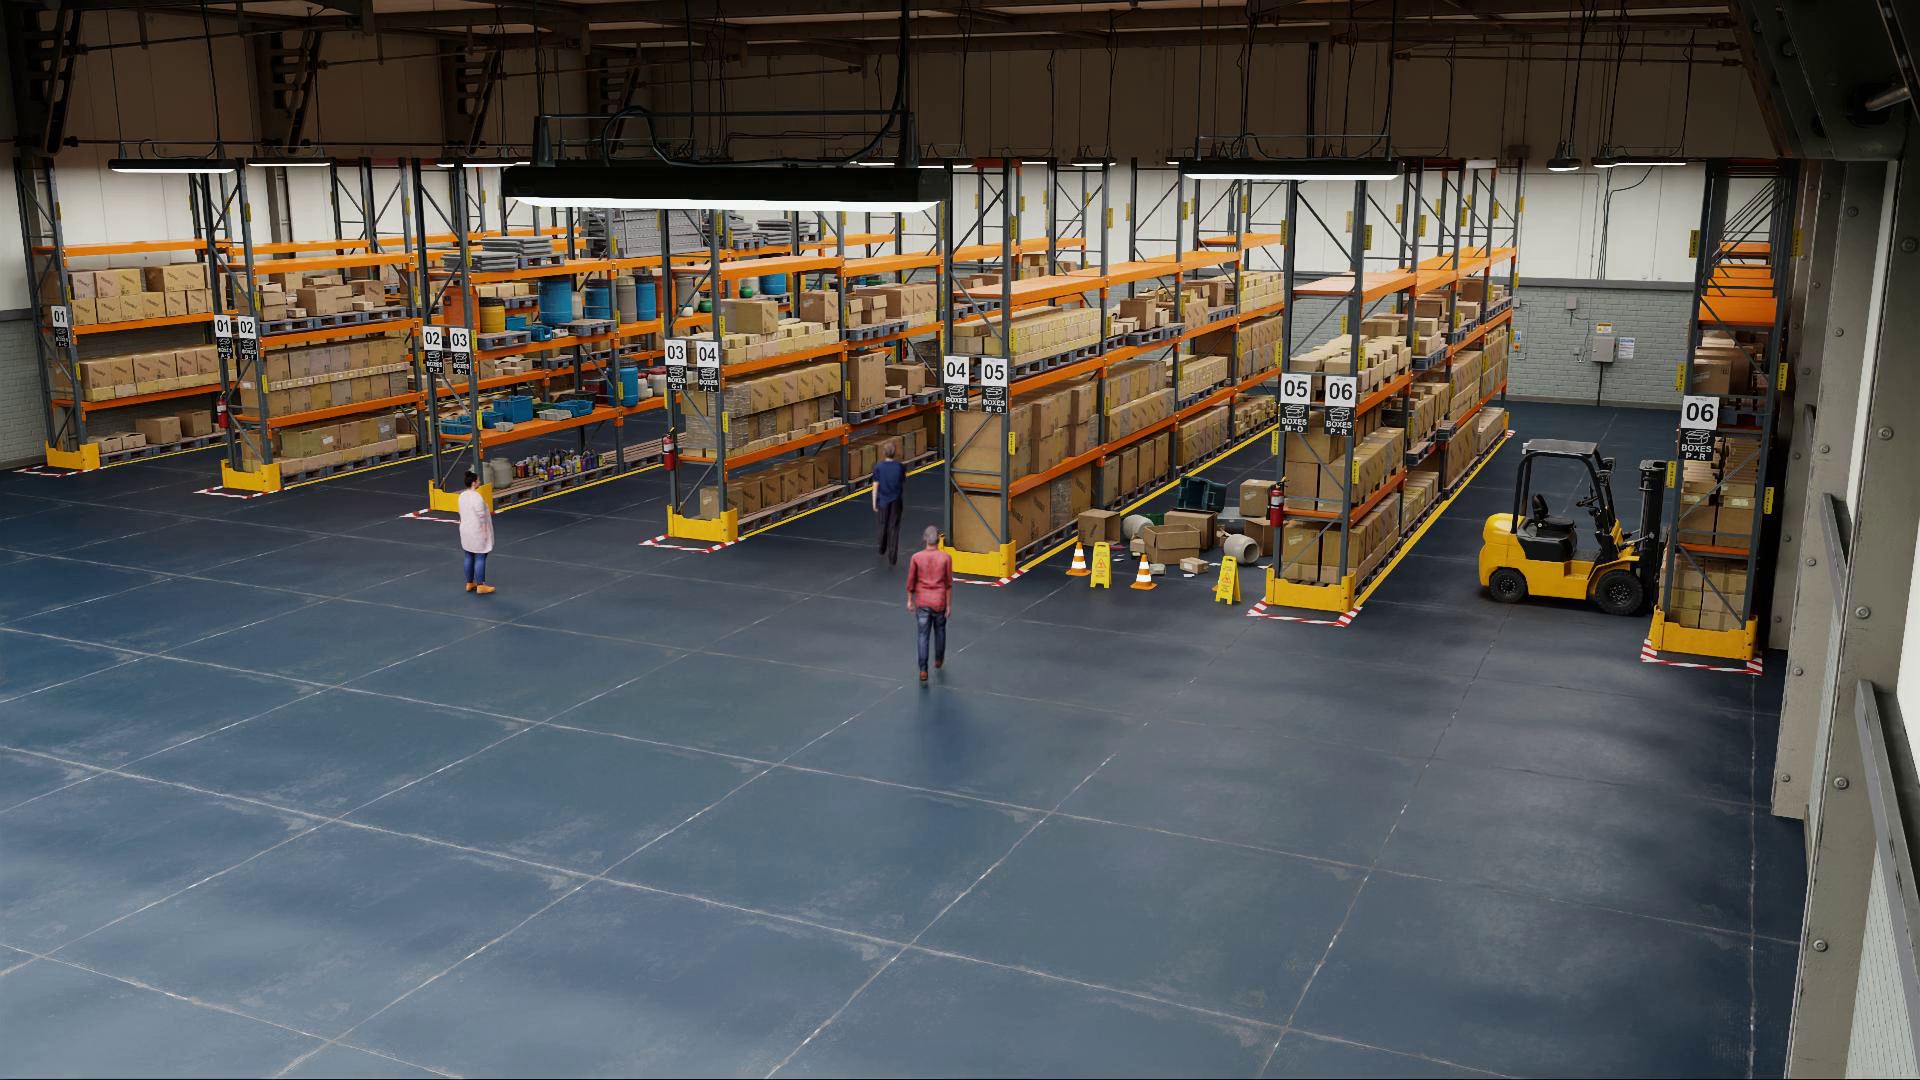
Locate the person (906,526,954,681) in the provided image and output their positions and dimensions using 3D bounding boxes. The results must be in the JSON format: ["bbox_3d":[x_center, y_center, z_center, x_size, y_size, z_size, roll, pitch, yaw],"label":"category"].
[{"bbox_3d":[-0.351,0.782,19.437,1.054,1.783,1.330,0,13,0],"label":"person"}]

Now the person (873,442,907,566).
[{"bbox_3d":[-1.031,-0.496,24.902,1.057,1.806,1.325,-1,13,-5],"label":"person"}]

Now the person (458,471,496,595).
[{"bbox_3d":[-6.843,-0.122,23.426,0.746,1.744,0.712,10,17,38],"label":"person"}]
